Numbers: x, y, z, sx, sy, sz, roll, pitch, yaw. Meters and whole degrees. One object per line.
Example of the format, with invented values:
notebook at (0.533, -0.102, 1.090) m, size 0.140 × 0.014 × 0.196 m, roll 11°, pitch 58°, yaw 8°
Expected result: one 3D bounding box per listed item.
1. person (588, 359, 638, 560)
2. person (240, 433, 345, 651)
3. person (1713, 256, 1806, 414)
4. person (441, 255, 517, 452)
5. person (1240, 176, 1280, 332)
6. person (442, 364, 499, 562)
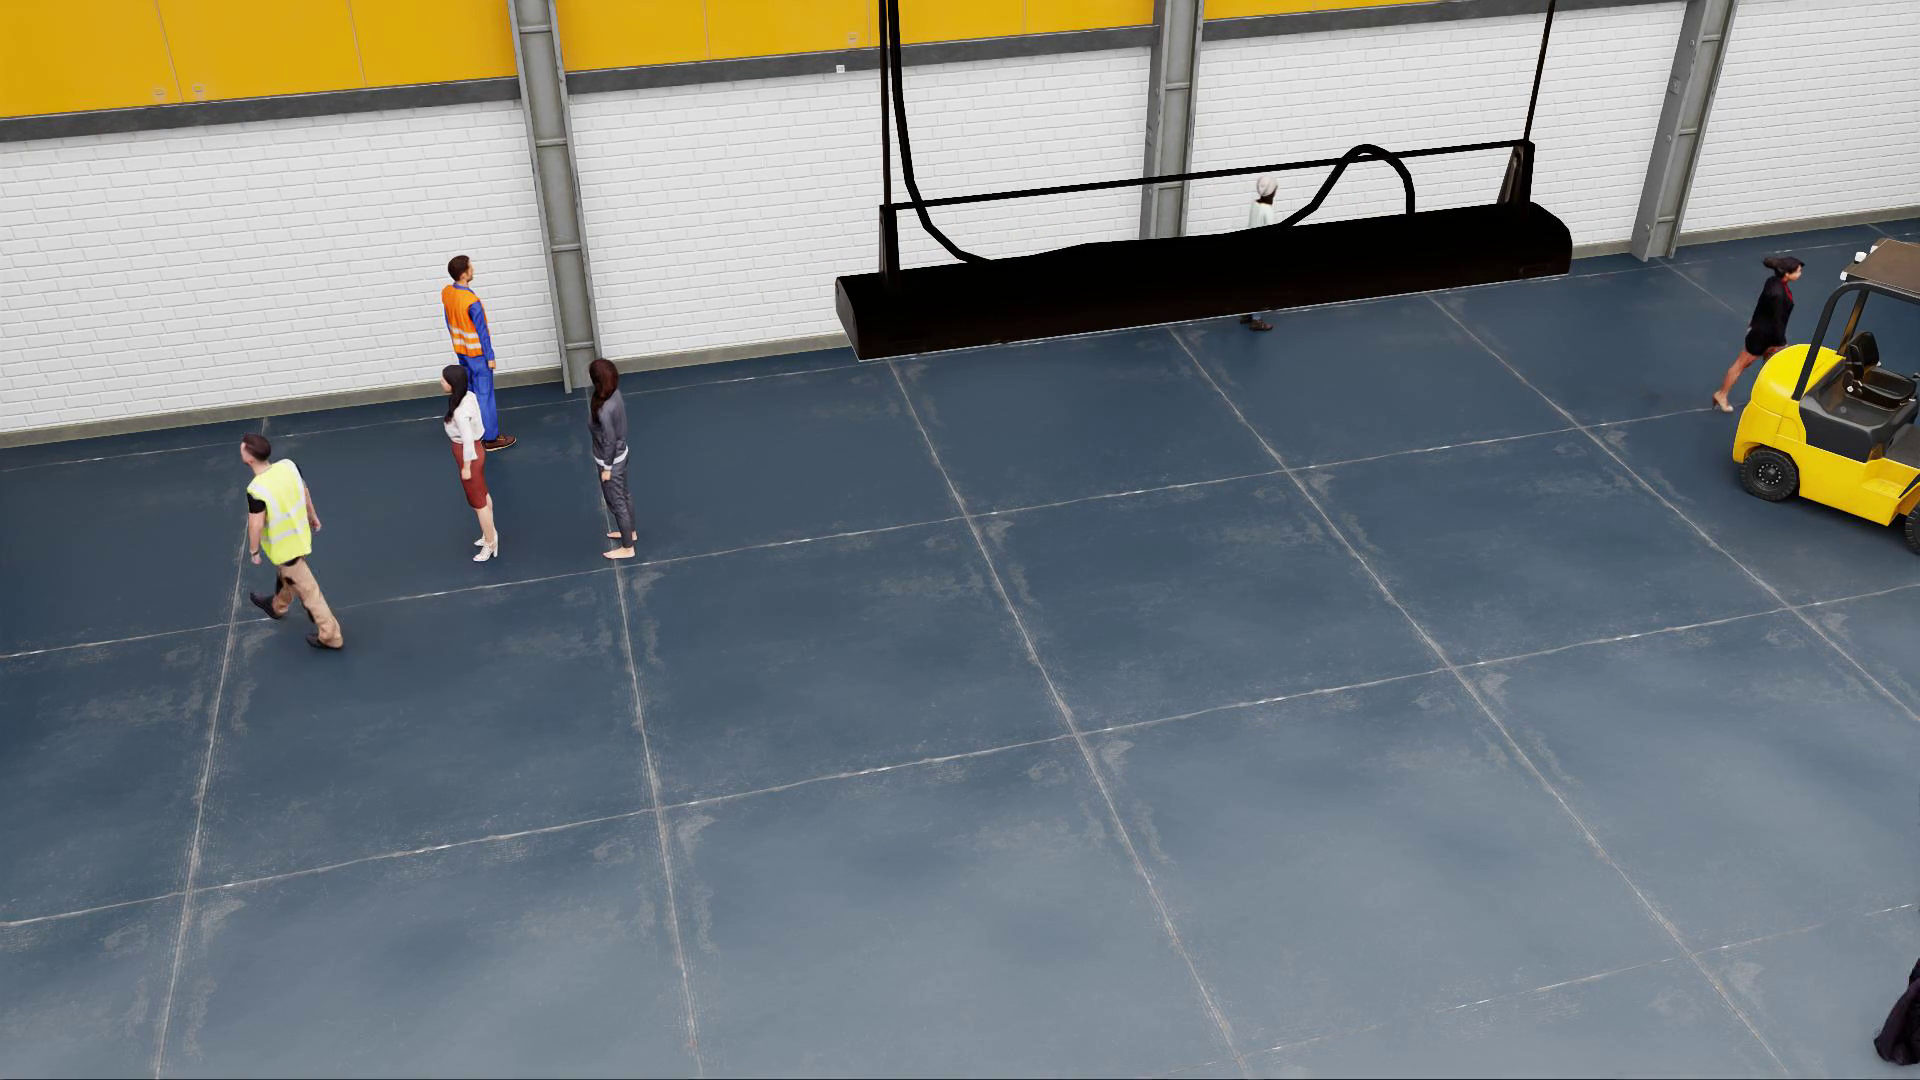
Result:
person at (-2.817, -0.677, 13.504) m, size 0.592 × 1.768 × 0.652 m, roll -2°, pitch 34°, yaw -3°
person at (-4.946, 0.047, 12.387) m, size 1.271 × 1.798 × 1.086 m, roll 9°, pitch 35°, yaw 13°
person at (7.363, -1.877, 15.451) m, size 1.012 × 1.612 × 0.899 m, roll 14°, pitch 36°, yaw 20°
person at (-4.375, -1.689, 14.941) m, size 0.793 × 1.863 × 0.813 m, roll 25°, pitch 41°, yaw 32°
person at (3.082, -2.953, 17.041) m, size 0.517 × 1.643 × 0.585 m, roll -11°, pitch 35°, yaw -16°
person at (-3.956, -0.631, 13.450) m, size 0.526 × 1.751 × 0.606 m, roll -6°, pitch 34°, yaw -8°
